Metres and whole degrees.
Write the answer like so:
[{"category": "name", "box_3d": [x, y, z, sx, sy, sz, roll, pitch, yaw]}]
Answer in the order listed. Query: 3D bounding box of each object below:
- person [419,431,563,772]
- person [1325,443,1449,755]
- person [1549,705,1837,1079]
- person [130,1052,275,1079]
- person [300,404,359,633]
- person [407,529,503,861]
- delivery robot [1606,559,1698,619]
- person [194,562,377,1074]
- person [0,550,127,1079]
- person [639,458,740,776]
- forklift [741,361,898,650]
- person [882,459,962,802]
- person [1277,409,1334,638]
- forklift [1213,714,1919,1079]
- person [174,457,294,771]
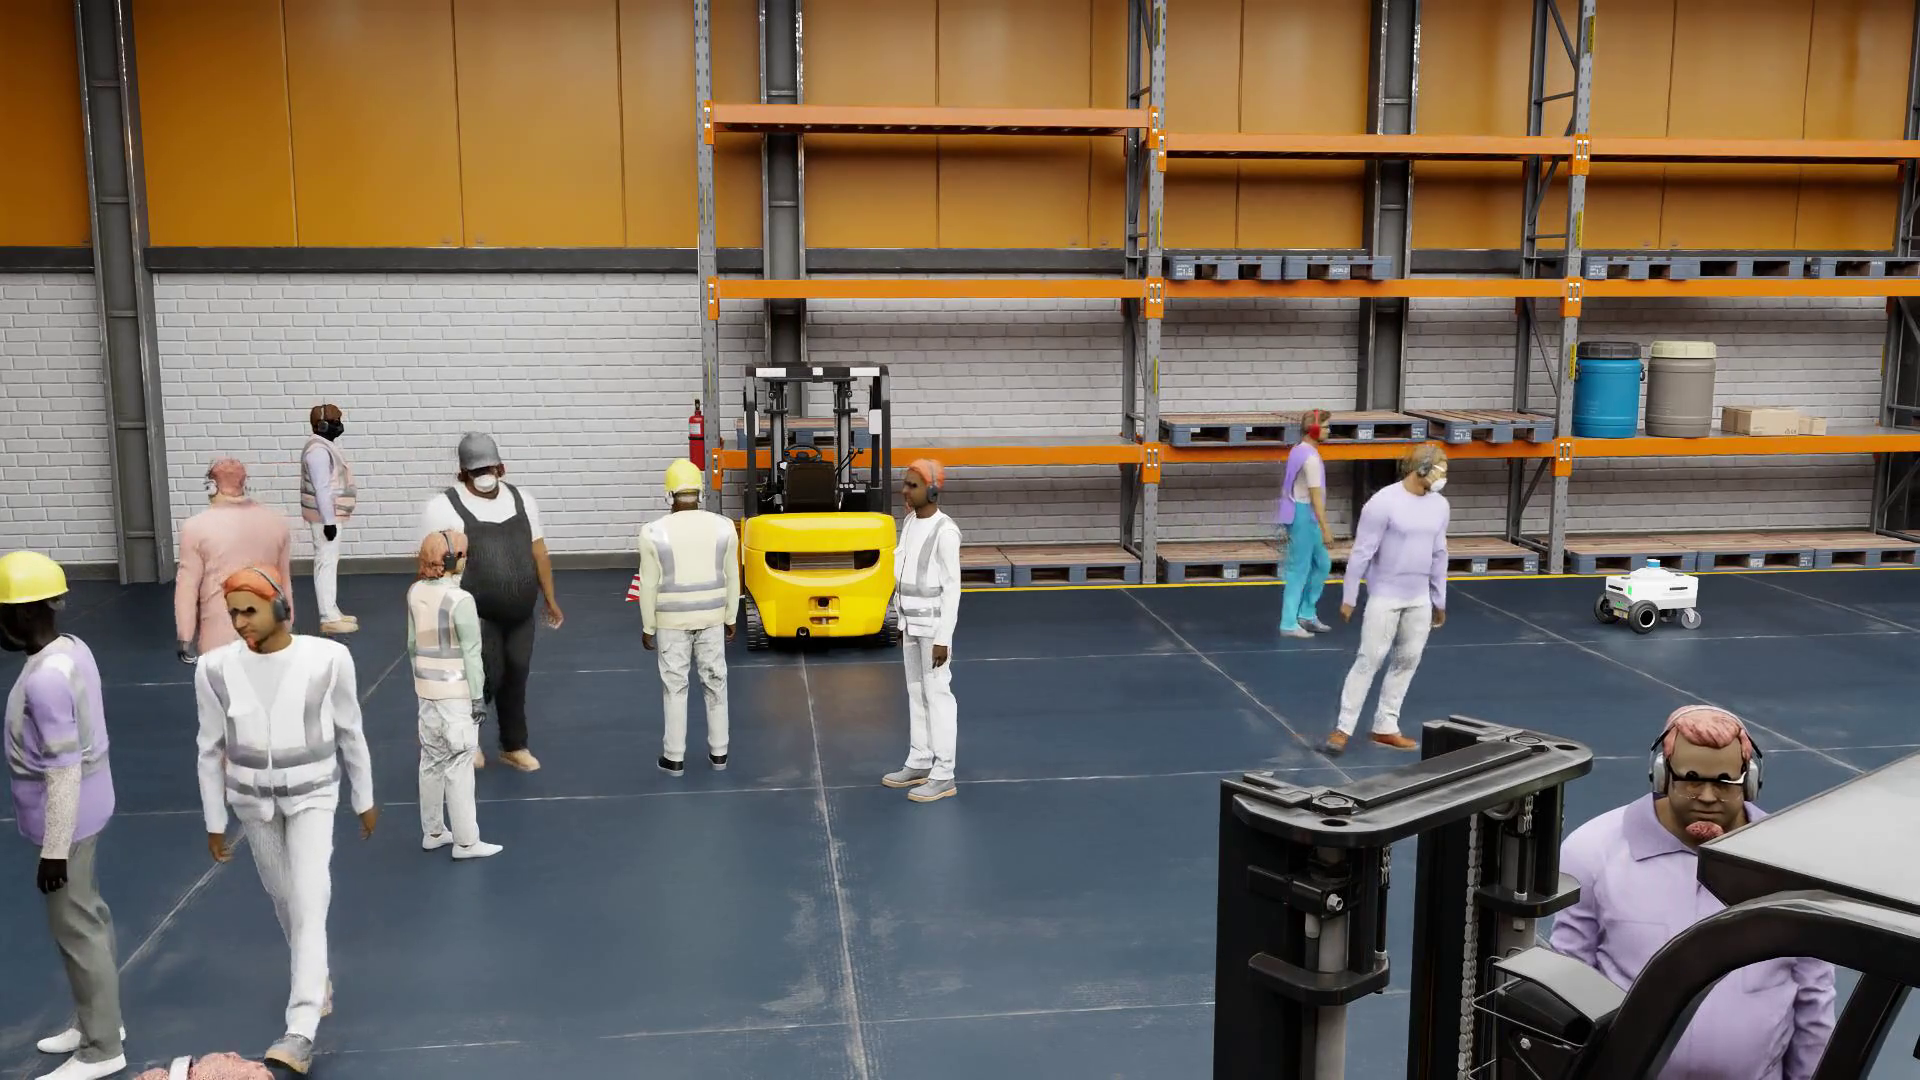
[{"category": "person", "box_3d": [-2.655, 0.351, 9.530, 0.537, 2.000, 0.724, 8, 12, 41]}, {"category": "person", "box_3d": [2.587, 0.358, 9.949, 0.736, 1.895, 0.474, -4, 10, -26]}, {"category": "person", "box_3d": [1.714, 1.318, 3.947, 0.645, 1.903, 0.401, 3, 9, 15]}, {"category": "person", "box_3d": [-1.060, 1.597, 2.287, 0.840, 1.881, 0.652, -5, 10, -28]}, {"category": "person", "box_3d": [-5.096, -0.179, 13.460, 0.430, 1.845, 0.624, -3, 10, -17]}, {"category": "person", "box_3d": [-2.523, 0.762, 8.211, 0.523, 1.639, 0.306, 7, 12, 38]}, {"category": "delivery robot", "box_3d": [5.638, 0.401, 13.549, 0.707, 0.478, 0.477, -3, 9, -16]}, {"category": "person", "box_3d": [-2.504, 1.000, 6.129, 0.594, 1.828, 0.992, -1, 9, -7]}, {"category": "person", "box_3d": [-3.221, 0.987, 5.917, 0.381, 1.924, 0.594, -4, 10, -23]}, {"category": "person", "box_3d": [-1.561, 0.444, 9.591, 0.590, 1.836, 0.404, -4, 10, -24]}, {"category": "forklift", "box_3d": [-1.154, -0.340, 13.365, 1.214, 2.155, 2.313, -1, 9, -7]}, {"category": "person", "box_3d": [-0.197, 0.488, 9.165, 0.355, 1.885, 0.575, -5, 10, -28]}, {"category": "person", "box_3d": [2.791, -0.116, 13.103, 0.588, 1.825, 0.576, 1, 9, 5]}, {"category": "forklift", "box_3d": [1.441, 1.425, 2.350, 1.214, 2.155, 2.313, -7, 12, -39]}, {"category": "person", "box_3d": [-3.989, 0.483, 9.256, 0.795, 1.869, 0.679, 7, 11, 36]}]
